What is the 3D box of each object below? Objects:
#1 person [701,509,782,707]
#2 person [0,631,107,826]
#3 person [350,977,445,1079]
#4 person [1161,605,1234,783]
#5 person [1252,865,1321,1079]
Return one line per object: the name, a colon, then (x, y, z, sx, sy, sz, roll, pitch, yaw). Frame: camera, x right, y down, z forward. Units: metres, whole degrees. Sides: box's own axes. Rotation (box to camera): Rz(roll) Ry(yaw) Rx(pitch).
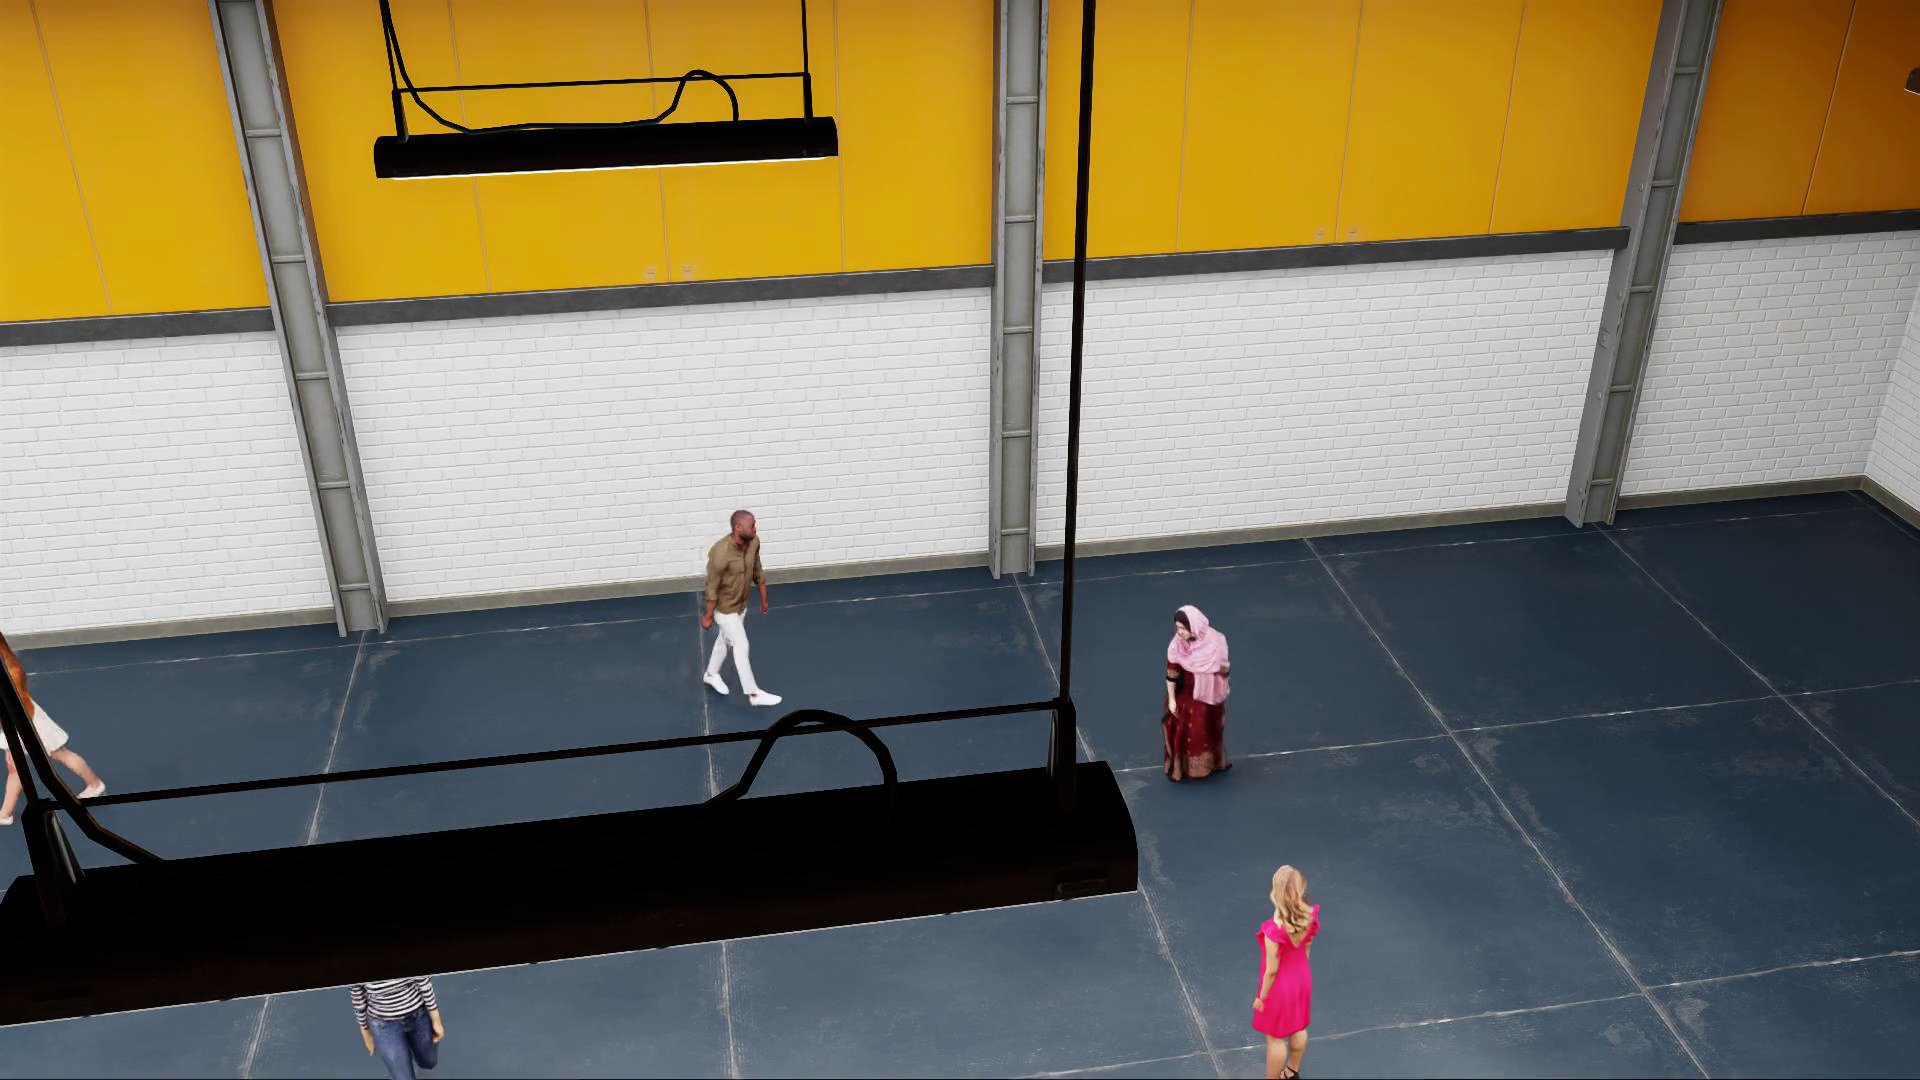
person: (-1.968, 0.527, 13.719, 1.205, 1.793, 1.104, 18, 33, 29)
person: (-6.839, 1.340, 12.356, 1.211, 1.672, 1.033, -25, 37, -38)
person: (-3.235, 2.775, 9.622, 1.034, 1.771, 0.881, -15, 32, -25)
person: (1.861, 1.161, 12.752, 0.534, 1.606, 0.840, -8, 30, -14)
person: (1.940, 2.654, 9.891, 0.611, 1.726, 0.713, -20, 34, -31)
